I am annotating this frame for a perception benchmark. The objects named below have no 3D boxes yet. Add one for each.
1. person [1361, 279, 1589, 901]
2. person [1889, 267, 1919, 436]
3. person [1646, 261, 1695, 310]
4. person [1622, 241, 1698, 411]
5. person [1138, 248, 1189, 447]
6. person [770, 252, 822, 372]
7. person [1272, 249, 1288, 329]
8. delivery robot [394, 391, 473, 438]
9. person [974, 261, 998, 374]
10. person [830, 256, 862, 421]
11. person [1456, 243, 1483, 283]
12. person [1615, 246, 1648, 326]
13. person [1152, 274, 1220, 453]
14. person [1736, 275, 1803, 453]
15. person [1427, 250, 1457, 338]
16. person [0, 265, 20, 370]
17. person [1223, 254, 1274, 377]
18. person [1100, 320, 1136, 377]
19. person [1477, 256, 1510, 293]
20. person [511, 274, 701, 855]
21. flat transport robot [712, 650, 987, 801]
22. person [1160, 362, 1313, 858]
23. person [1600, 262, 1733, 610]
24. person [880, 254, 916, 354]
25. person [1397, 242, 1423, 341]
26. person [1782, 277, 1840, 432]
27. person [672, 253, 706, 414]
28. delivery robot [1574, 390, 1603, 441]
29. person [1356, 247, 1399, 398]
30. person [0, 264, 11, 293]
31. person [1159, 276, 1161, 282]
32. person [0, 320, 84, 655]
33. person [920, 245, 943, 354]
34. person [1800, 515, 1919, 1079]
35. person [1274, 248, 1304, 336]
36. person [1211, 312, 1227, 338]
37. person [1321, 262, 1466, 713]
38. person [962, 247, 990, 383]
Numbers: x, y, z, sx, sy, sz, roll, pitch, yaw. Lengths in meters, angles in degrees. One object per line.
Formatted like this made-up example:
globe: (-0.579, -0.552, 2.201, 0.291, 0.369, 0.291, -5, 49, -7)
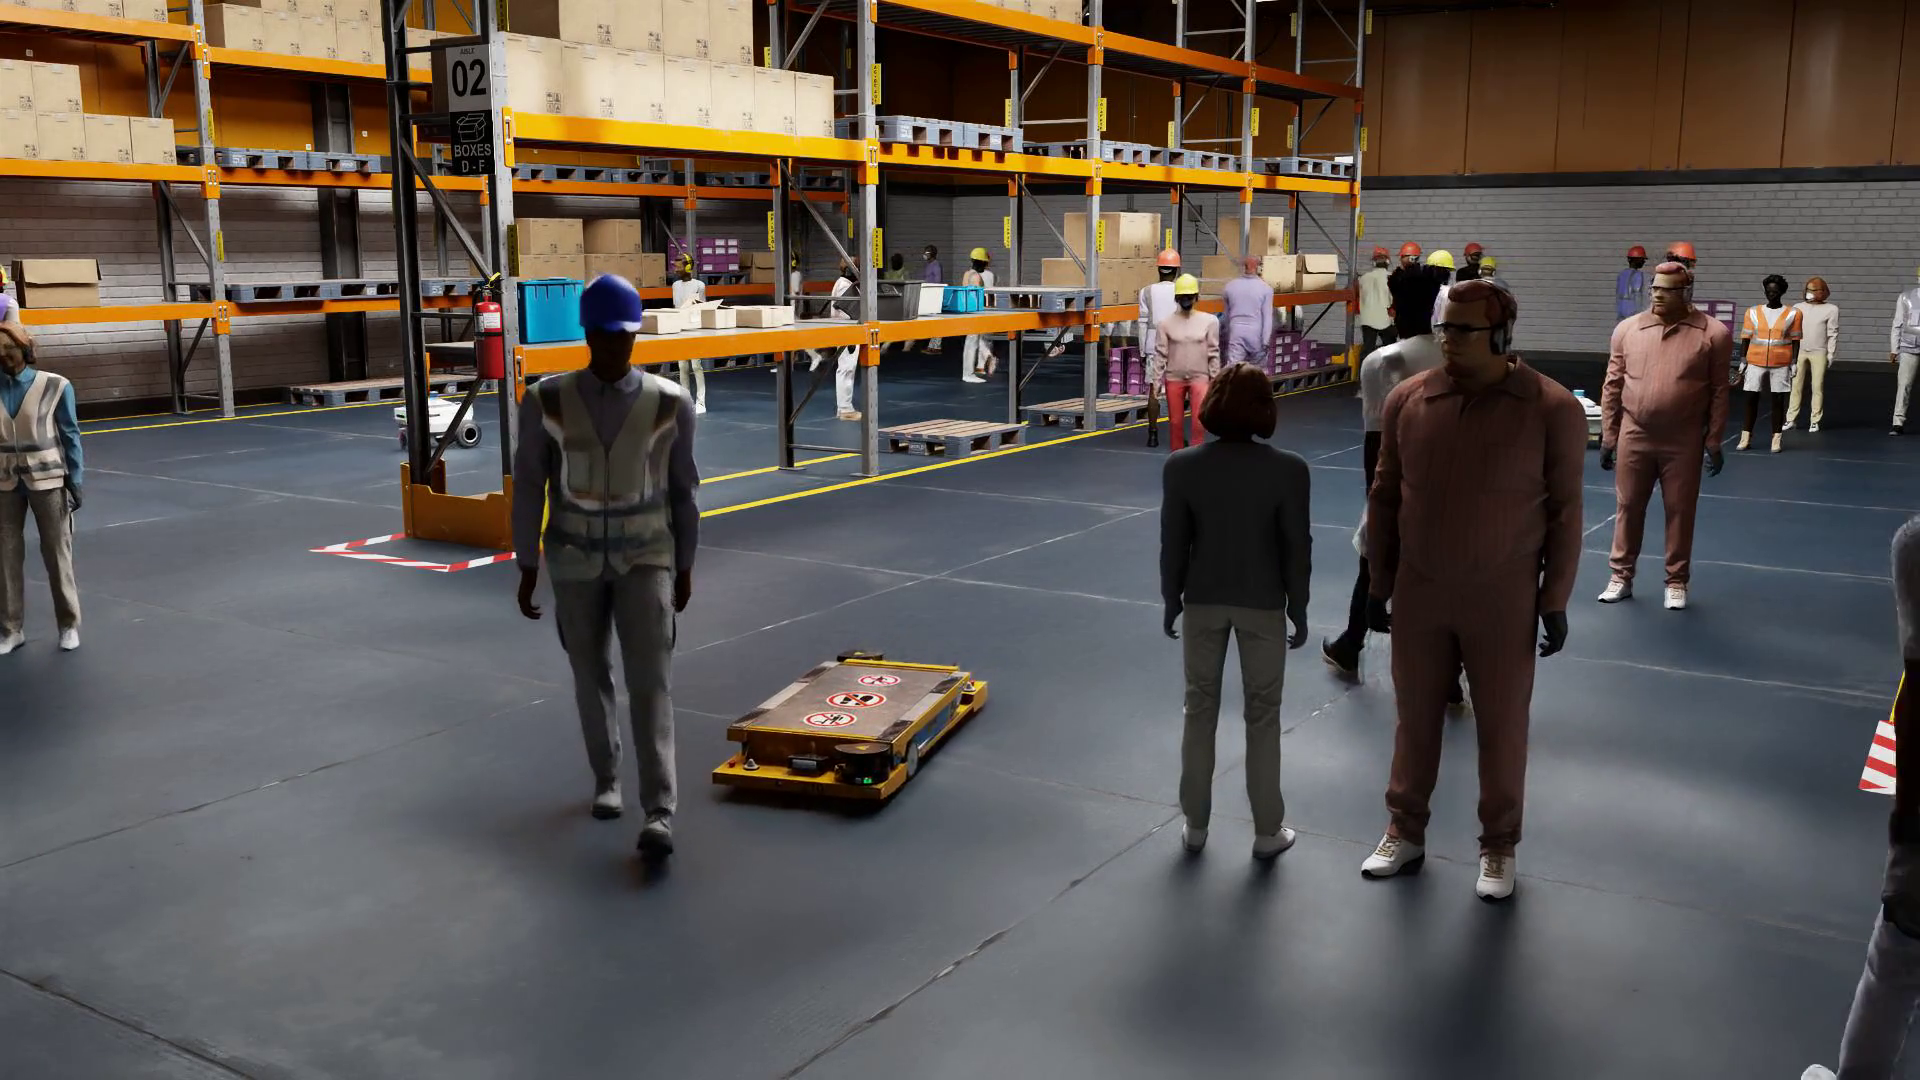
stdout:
person: (1.558, 0.156, 5.144, 0.651, 1.904, 0.403, 6, 12, 32)
person: (9.903, -1.967, 17.104, 0.599, 1.830, 0.404, 6, 12, 32)
person: (8.189, -2.348, 19.091, 0.694, 1.875, 0.980, -8, 13, -38)
person: (7.551, -2.207, 17.951, 0.748, 2.014, 0.635, -3, 11, -16)
person: (2.010, -1.864, 16.240, 0.547, 1.938, 0.377, 3, 11, 16)
person: (-2.532, -3.485, 25.470, 0.738, 1.851, 0.547, -2, 11, -13)
person: (4.921, -3.597, 26.015, 0.614, 1.894, 0.552, 1, 10, 8)
delivery robot: (-5.096, -1.196, 16.113, 0.477, 0.478, 0.707, 9, 14, 42)
person: (0.357, -3.395, 24.965, 0.578, 1.865, 0.757, -6, 12, -32)
person: (-1.240, -2.270, 18.760, 0.429, 1.841, 0.634, -2, 10, -9)
person: (7.404, -3.333, 24.271, 0.666, 1.973, 0.649, -3, 11, -19)
person: (9.777, -3.306, 24.244, 0.376, 1.934, 0.547, -2, 10, -11)
person: (1.835, -1.279, 13.542, 0.542, 1.740, 0.719, 2, 10, 10)
person: (7.731, -1.681, 15.896, 0.540, 1.695, 0.317, 6, 12, 32)
person: (4.521, -1.789, 15.875, 0.383, 1.922, 0.587, -10, 14, -43)
person: (-8.485, -1.524, 14.620, 0.584, 1.842, 0.393, 1, 10, 7)
person: (3.303, -2.340, 19.101, 0.636, 1.867, 0.985, 6, 12, 30)
person: (2.322, -3.326, 24.366, 0.565, 1.932, 0.411, 0, 10, 2)
person: (6.868, -2.805, 21.809, 0.618, 1.809, 0.420, -1, 10, -6)
person: (-1.167, 0.084, 5.539, 0.611, 1.899, 0.921, -2, 10, -8)
flat transport robot: (-0.393, 0.705, 6.629, 0.652, 0.197, 1.431, 3, 11, 16)
person: (0.903, 0.232, 5.475, 0.498, 1.633, 0.282, 4, 11, 22)
person: (3.856, -0.561, 9.142, 0.674, 1.902, 0.395, 6, 12, 32)
person: (-1.113, -4.237, 29.820, 0.921, 1.791, 0.678, -9, 14, -42)
person: (5.790, -2.839, 21.482, 0.378, 1.996, 0.611, 0, 10, 1)
person: (8.994, -1.955, 17.597, 0.280, 1.631, 0.498, -10, 14, -44)
person: (-3.179, -2.401, 19.423, 0.531, 1.864, 0.310, 6, 12, 32)
delivery robot: (6.038, -1.225, 16.259, 0.477, 0.478, 0.707, -1, 11, -5)
person: (5.452, -2.802, 21.468, 0.648, 1.925, 1.000, 10, 14, 43)
person: (-8.615, -1.559, 14.875, 0.403, 1.823, 0.586, -4, 11, -19)
person: (3.199, -3.576, 26.206, 0.635, 1.782, 0.949, 3, 11, 14)
person: (-4.578, -0.254, 8.152, 0.522, 1.638, 0.310, -3, 11, -16)
person: (-0.486, -4.268, 29.564, 0.376, 1.940, 0.627, -2, 11, -13)
person: (1.988, 0.544, 3.249, 0.552, 1.814, 0.979, 0, 10, -2)
person: (5.083, -3.520, 25.497, 0.655, 1.904, 0.785, -5, 12, -27)
person: (4.020, -3.260, 24.742, 0.545, 1.662, 0.709, 7, 12, 34)
person: (1.990, -0.256, 7.385, 0.630, 1.920, 0.968, -2, 10, -13)
person: (0.221, -3.197, 23.695, 0.401, 1.916, 0.632, -2, 10, -12)
